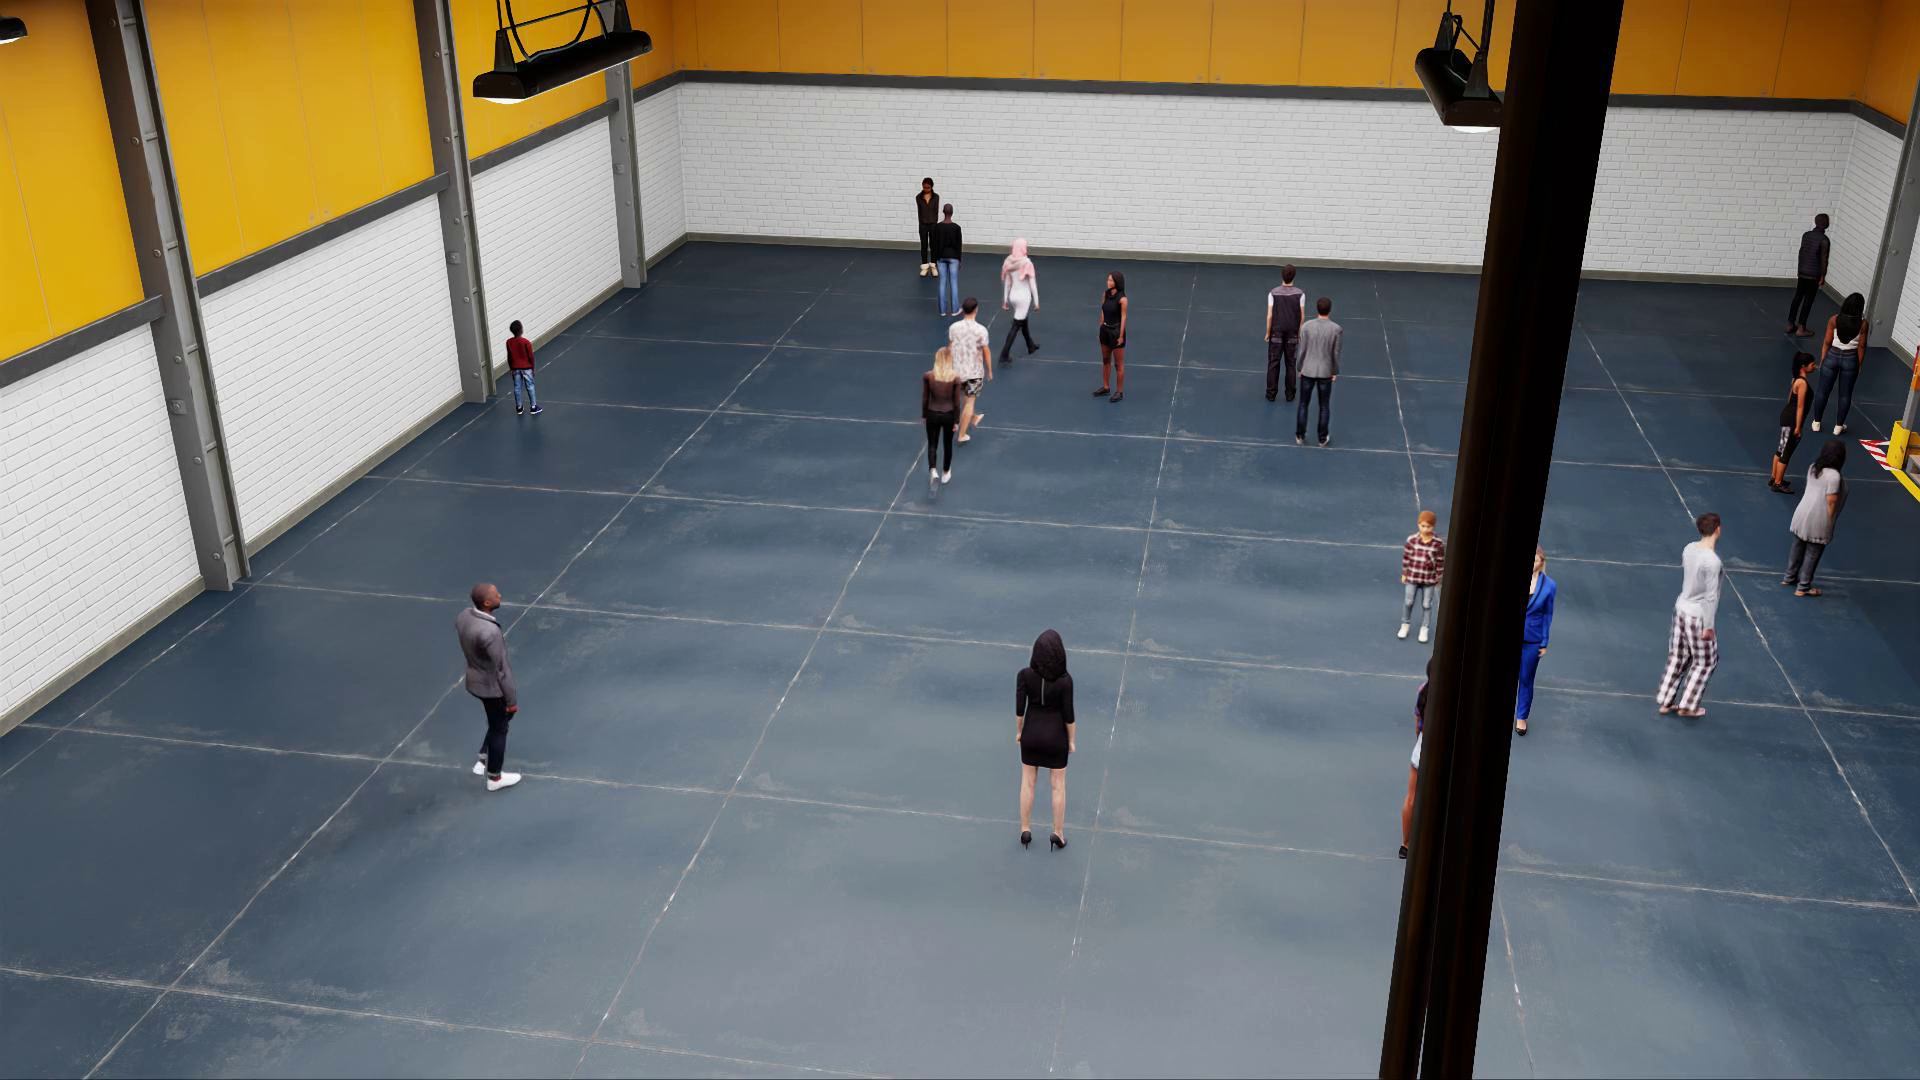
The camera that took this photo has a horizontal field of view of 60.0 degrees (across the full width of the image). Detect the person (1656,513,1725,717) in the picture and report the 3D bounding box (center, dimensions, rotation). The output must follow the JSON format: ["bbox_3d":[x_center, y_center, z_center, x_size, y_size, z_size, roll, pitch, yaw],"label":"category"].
[{"bbox_3d":[6.298,0.675,14.316,0.874,1.817,0.752,0,24,1],"label":"person"}]

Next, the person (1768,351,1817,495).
[{"bbox_3d":[9.622,-1.377,19.207,0.655,1.660,0.476,7,25,15],"label":"person"}]

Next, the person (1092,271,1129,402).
[{"bbox_3d":[2.042,-2.733,22.208,0.711,1.741,0.668,-18,29,-36],"label":"person"}]

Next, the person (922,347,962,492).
[{"bbox_3d":[-0.238,-1.368,19.157,0.674,1.684,1.012,2,24,5],"label":"person"}]

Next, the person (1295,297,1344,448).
[{"bbox_3d":[4.414,-2.082,20.558,0.676,1.870,0.592,5,24,12],"label":"person"}]

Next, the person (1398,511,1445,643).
[{"bbox_3d":[4.379,0.325,15.756,0.561,1.304,0.551,8,25,19],"label":"person"}]

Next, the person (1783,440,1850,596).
[{"bbox_3d":[8.584,-0.245,16.684,0.767,1.606,0.681,-2,24,-5],"label":"person"}]

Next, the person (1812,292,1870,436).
[{"bbox_3d":[11.116,-2.234,20.983,0.738,1.808,0.744,16,28,32],"label":"person"}]

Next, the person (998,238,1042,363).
[{"bbox_3d":[0.801,-3.344,23.590,1.047,1.752,1.298,18,29,35],"label":"person"}]

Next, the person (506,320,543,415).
[{"bbox_3d":[-5.731,-2.263,21.739,0.512,1.256,0.490,3,24,6],"label":"person"}]

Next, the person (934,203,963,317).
[{"bbox_3d":[-0.189,-4.381,25.967,0.581,1.749,0.521,4,24,10],"label":"person"}]

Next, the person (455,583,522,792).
[{"bbox_3d":[-3.802,1.191,13.152,0.906,1.804,0.863,-18,30,-36],"label":"person"}]

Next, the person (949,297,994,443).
[{"bbox_3d":[0.084,-2.077,20.668,0.898,1.772,1.194,11,26,24],"label":"person"}]

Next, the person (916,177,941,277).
[{"bbox_3d":[-0.537,-5.350,28.296,0.616,1.660,0.667,1,24,2],"label":"person"}]

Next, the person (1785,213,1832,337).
[{"bbox_3d":[12.768,-3.999,24.986,0.837,1.835,0.669,-6,24,-13],"label":"person"}]

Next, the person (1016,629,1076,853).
[{"bbox_3d":[0.629,1.508,12.427,0.618,1.804,0.507,7,24,15],"label":"person"}]

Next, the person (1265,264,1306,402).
[{"bbox_3d":[4.317,-2.755,22.125,0.654,1.848,0.568,3,24,7],"label":"person"}]
